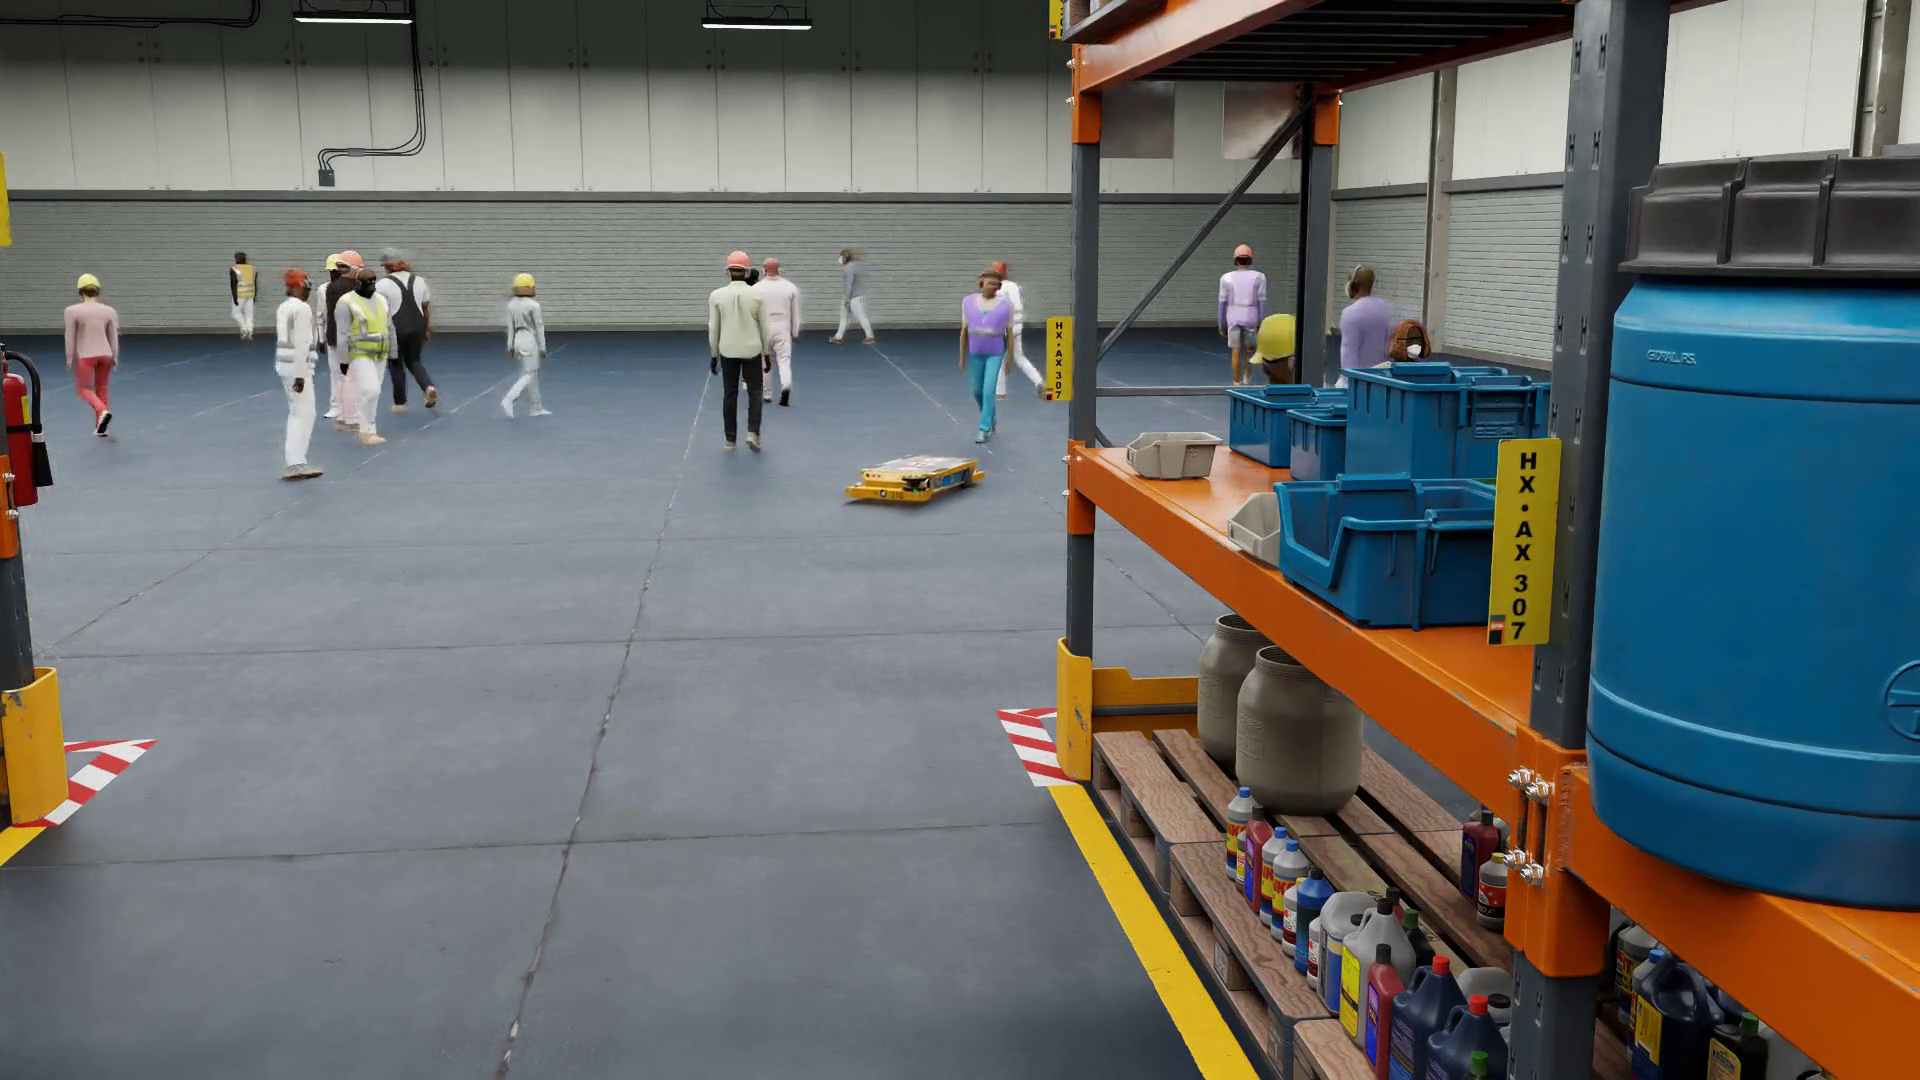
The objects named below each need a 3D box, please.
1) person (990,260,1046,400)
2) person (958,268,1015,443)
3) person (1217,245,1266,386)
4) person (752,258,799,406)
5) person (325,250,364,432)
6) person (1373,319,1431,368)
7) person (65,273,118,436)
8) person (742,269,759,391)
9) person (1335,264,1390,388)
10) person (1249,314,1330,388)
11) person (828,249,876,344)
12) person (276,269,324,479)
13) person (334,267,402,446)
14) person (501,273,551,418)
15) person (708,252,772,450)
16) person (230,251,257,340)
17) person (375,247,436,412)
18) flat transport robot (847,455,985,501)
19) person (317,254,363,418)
[{"bbox_3d":[0.733,-2.706,21.566,0.821,1.846,0.592,7,12,33],"label":"person"},{"bbox_3d":[0.295,-1.942,17.437,0.601,1.814,0.732,3,11,14],"label":"person"},{"bbox_3d":[3.788,-2.948,22.381,0.647,2.016,0.794,1,10,8],"label":"person"},{"bbox_3d":[-2.356,-2.644,21.145,0.644,1.880,0.924,-2,11,-13],"label":"person"},{"bbox_3d":[-6.728,-2.180,18.303,0.692,1.984,0.435,7,12,33],"label":"person"},{"bbox_3d":[2.733,-0.544,10.268,0.498,1.634,0.280,-3,11,-16],"label":"person"},{"bbox_3d":[-9.175,-1.946,17.645,0.530,1.747,0.534,8,13,38],"label":"person"},{"bbox_3d":[-2.873,-2.903,23.037,0.536,1.694,0.322,1,10,4],"label":"person"},{"bbox_3d":[3.369,-1.303,13.688,0.848,1.916,0.637,10,14,43],"label":"person"},{"bbox_3d":[1.490,-0.103,7.406,0.458,1.793,0.698,2,10,8],"label":"person"},{"bbox_3d":[-2.127,-4.806,32.980,0.954,1.894,0.636,-3,11,-14],"label":"person"},{"bbox_3d":[-5.915,-1.481,14.824,0.442,1.847,0.668,-9,14,-40],"label":"person"},{"bbox_3d":[-6.022,-1.866,17.026,0.555,1.822,0.626,5,11,24],"label":"person"},{"bbox_3d":[-5.149,-2.286,19.598,0.489,1.720,0.779,7,12,34],"label":"person"},{"bbox_3d":[-2.203,-1.871,16.617,0.627,1.983,0.509,0,10,2],"label":"person"},{"bbox_3d":[-14.801,-5.034,34.347,0.452,1.825,0.638,7,12,33],"label":"person"},{"bbox_3d":[-6.777,-2.555,20.180,0.629,2.000,0.719,9,14,41],"label":"person"},{"bbox_3d":[-0.348,-0.534,13.956,0.652,0.197,1.431,4,11,22],"label":"flat transport robot"},{"bbox_3d":[-7.290,-2.397,19.620,0.585,1.928,0.369,0,10,2],"label":"person"}]
